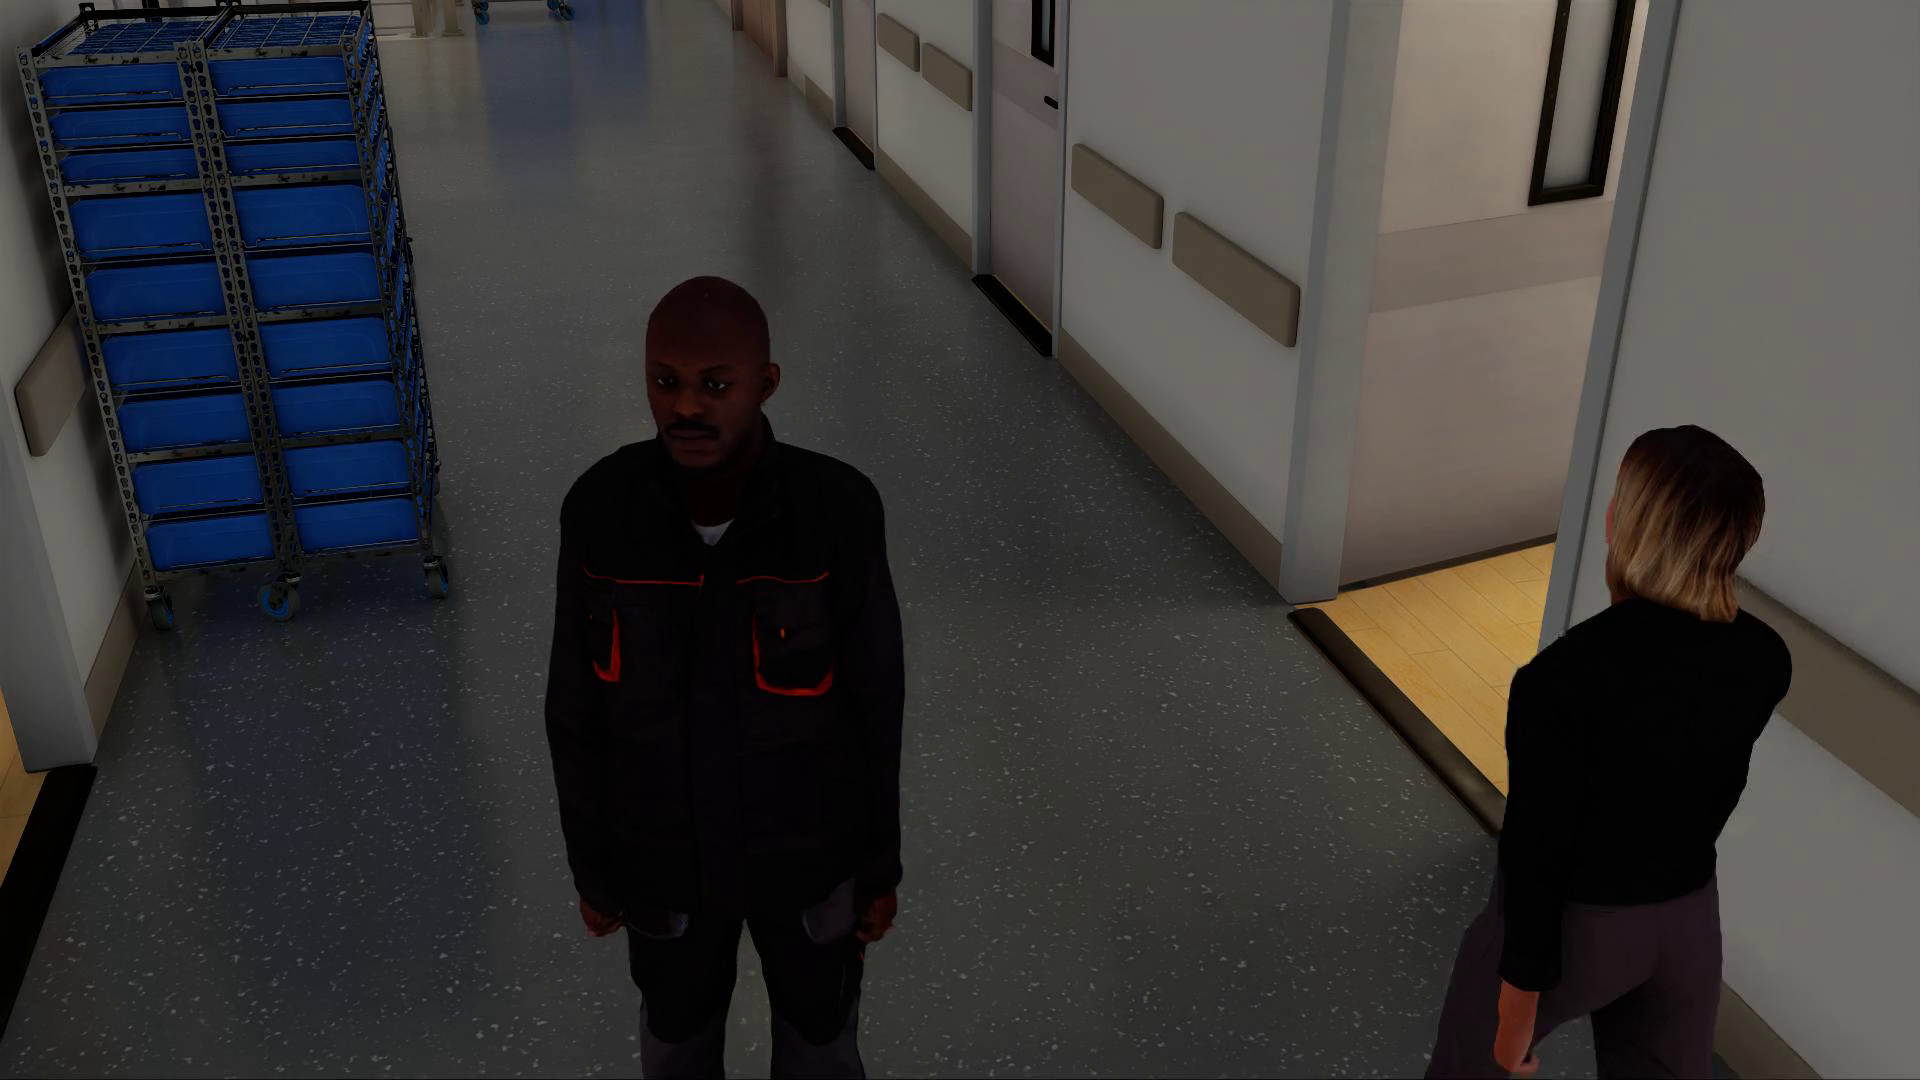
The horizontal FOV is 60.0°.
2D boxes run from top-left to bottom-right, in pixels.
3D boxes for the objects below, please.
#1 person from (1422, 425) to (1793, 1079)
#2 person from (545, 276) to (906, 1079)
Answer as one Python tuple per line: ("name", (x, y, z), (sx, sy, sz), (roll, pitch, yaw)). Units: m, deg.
("person", (0.972, 0.683, 2.387), (0.603, 1.621, 1.015), (-7, 27, -14))
("person", (-0.346, 0.451, 2.635), (0.756, 1.823, 0.680), (-1, 26, -1))
